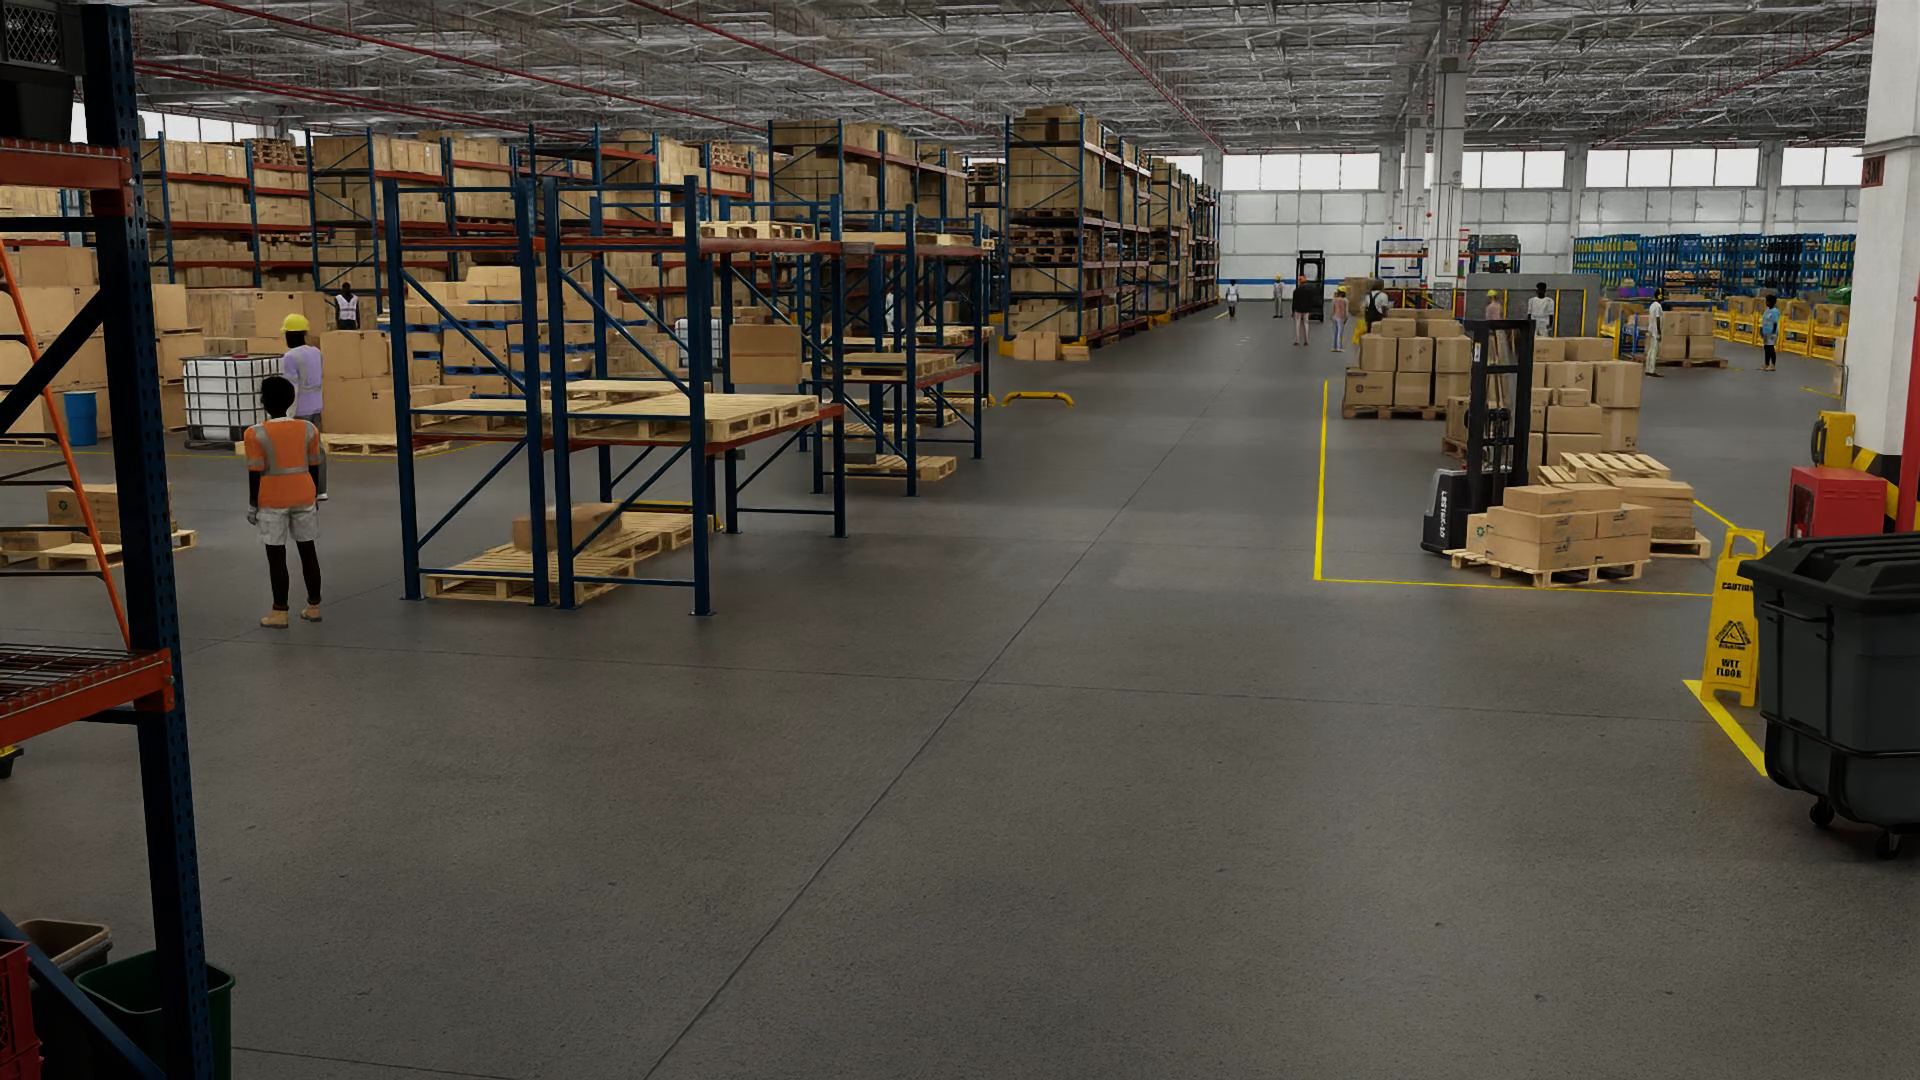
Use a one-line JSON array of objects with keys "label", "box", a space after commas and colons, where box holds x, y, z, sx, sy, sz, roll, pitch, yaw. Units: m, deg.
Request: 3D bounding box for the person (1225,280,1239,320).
[{"label": "person", "box": [11.054, -9.749, 67.566, 0.535, 1.652, 0.857, 0, 10, 0]}]

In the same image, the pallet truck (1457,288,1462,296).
[{"label": "pallet truck", "box": [20.506, -9.785, 68.819, 0.653, 1.274, 1.630, 2, 10, 12]}]

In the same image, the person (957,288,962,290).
[{"label": "person", "box": [-0.208, -10.823, 73.458, 0.600, 1.807, 0.728, 2, 10, 11]}]

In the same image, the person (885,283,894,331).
[{"label": "person", "box": [-1.757, -5.720, 43.030, 0.355, 1.882, 0.576, -1, 10, -6]}]

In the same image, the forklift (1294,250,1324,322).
[{"label": "forklift", "box": [13.778, -10.002, 65.433, 1.129, 2.768, 1.873, 2, 10, 12]}]

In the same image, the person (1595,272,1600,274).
[{"label": "person", "box": [33.877, -13.340, 88.285, 0.388, 1.837, 0.563, -1, 10, -7]}]

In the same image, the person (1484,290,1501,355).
[{"label": "person", "box": [12.622, -5.099, 39.748, 0.764, 1.734, 0.558, 9, 13, 43]}]

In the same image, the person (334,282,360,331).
[{"label": "person", "box": [-15.176, -5.427, 41.224, 0.592, 1.911, 0.385, -8, 12, -39]}]

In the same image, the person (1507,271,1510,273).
[{"label": "person", "box": [25.278, -11.489, 77.035, 0.622, 1.928, 0.544, -2, 10, -12]}]

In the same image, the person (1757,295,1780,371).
[{"label": "person", "box": [17.989, -4.594, 36.938, 0.320, 1.693, 0.537, 0, 10, 1]}]

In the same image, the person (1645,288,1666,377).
[{"label": "person", "box": [14.667, -4.358, 35.010, 0.314, 1.866, 0.536, 1, 10, 7]}]

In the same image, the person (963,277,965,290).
[{"label": "person", "box": [0.433, -12.838, 84.918, 0.620, 1.972, 0.712, 0, 10, 3]}]

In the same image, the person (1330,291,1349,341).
[{"label": "person", "box": [11.115, -6.559, 48.749, 0.530, 1.618, 0.342, 4, 10, 21]}]

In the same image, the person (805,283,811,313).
[{"label": "person", "box": [-6.862, -11.077, 74.692, 0.634, 1.895, 0.953, 1, 10, 5]}]

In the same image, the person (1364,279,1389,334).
[{"label": "person", "box": [10.290, -5.450, 40.962, 0.842, 2.000, 0.697, -7, 12, -36]}]

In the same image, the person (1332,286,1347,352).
[{"label": "person", "box": [10.179, -5.905, 44.497, 0.327, 1.760, 0.523, -3, 10, -19]}]

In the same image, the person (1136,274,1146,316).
[{"label": "person", "box": [6.514, -8.603, 59.969, 0.419, 1.924, 0.574, 0, 10, 3]}]

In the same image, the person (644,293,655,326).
[{"label": "person", "box": [-7.692, -5.280, 41.149, 0.313, 1.638, 0.513, -2, 10, -10]}]

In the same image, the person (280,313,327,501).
[{"label": "person", "box": [-6.655, -1.322, 16.846, 0.362, 1.930, 0.587, 1, 10, 8]}]

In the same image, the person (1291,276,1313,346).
[{"label": "person", "box": [9.786, -6.549, 47.594, 0.622, 1.996, 0.369, -2, 10, -10]}]

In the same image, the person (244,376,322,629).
[{"label": "person", "box": [-4.546, -0.254, 11.198, 0.317, 1.700, 0.538, 7, 12, 37]}]

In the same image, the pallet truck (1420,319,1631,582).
[{"label": "pallet truck", "box": [4.543, -0.757, 13.299, 0.823, 1.965, 1.885, -4, 10, -22]}]

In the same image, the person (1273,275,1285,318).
[{"label": "person", "box": [13.441, -10.272, 70.206, 0.421, 1.816, 0.581, -7, 12, -37]}]

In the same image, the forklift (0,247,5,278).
[{"label": "forklift", "box": [-27.172, -6.827, 46.631, 1.129, 2.768, 1.873, 2, 10, 12]}]

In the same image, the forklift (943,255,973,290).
[{"label": "forklift", "box": [-0.086, -6.662, 45.654, 1.129, 2.768, 1.873, 2, 10, 12]}]

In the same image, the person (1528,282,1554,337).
[{"label": "person", "box": [13.253, -4.907, 38.013, 0.598, 1.958, 0.377, 8, 13, 40]}]
